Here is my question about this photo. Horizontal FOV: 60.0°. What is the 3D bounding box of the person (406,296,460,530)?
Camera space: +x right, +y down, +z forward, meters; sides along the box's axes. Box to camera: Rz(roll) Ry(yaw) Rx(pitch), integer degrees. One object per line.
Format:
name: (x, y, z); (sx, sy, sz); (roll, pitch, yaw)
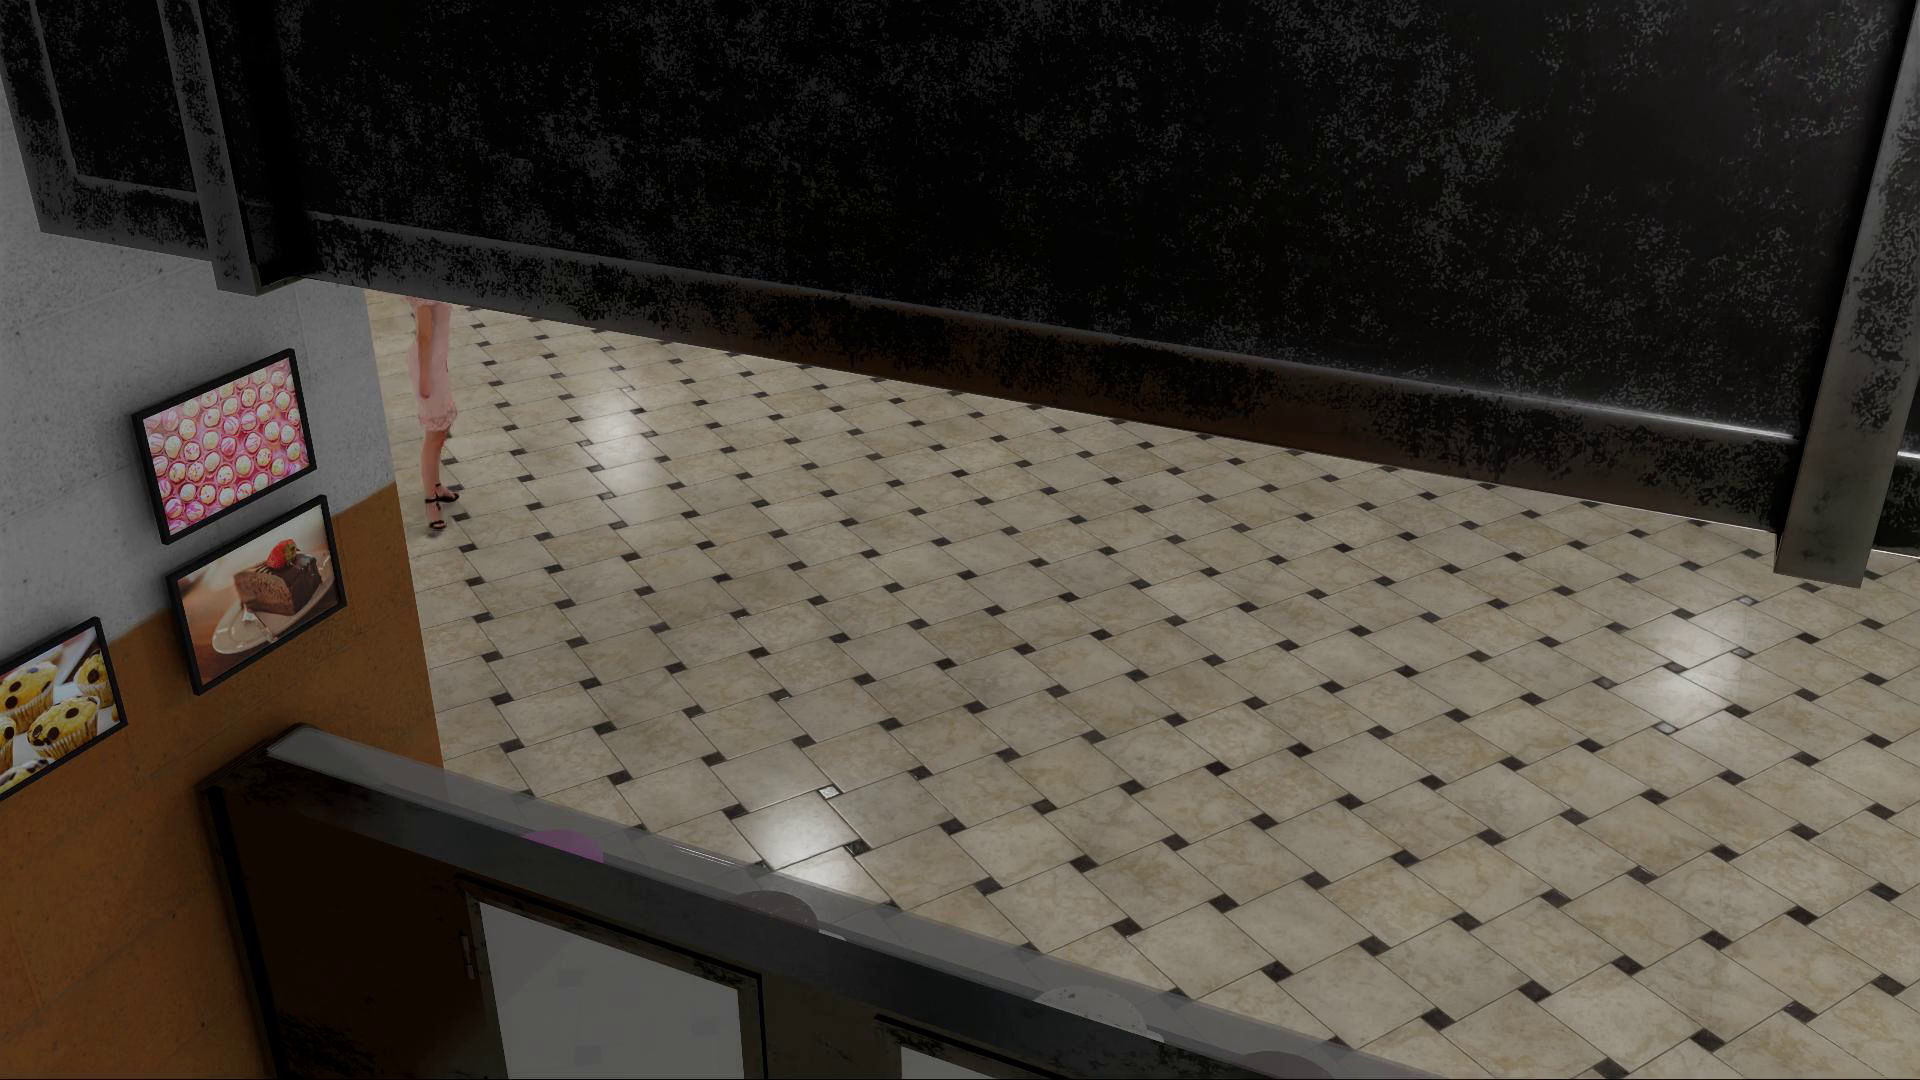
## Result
person: (-3.170, -0.956, 9.811); (0.854, 1.802, 0.797); (-5, 27, -9)
